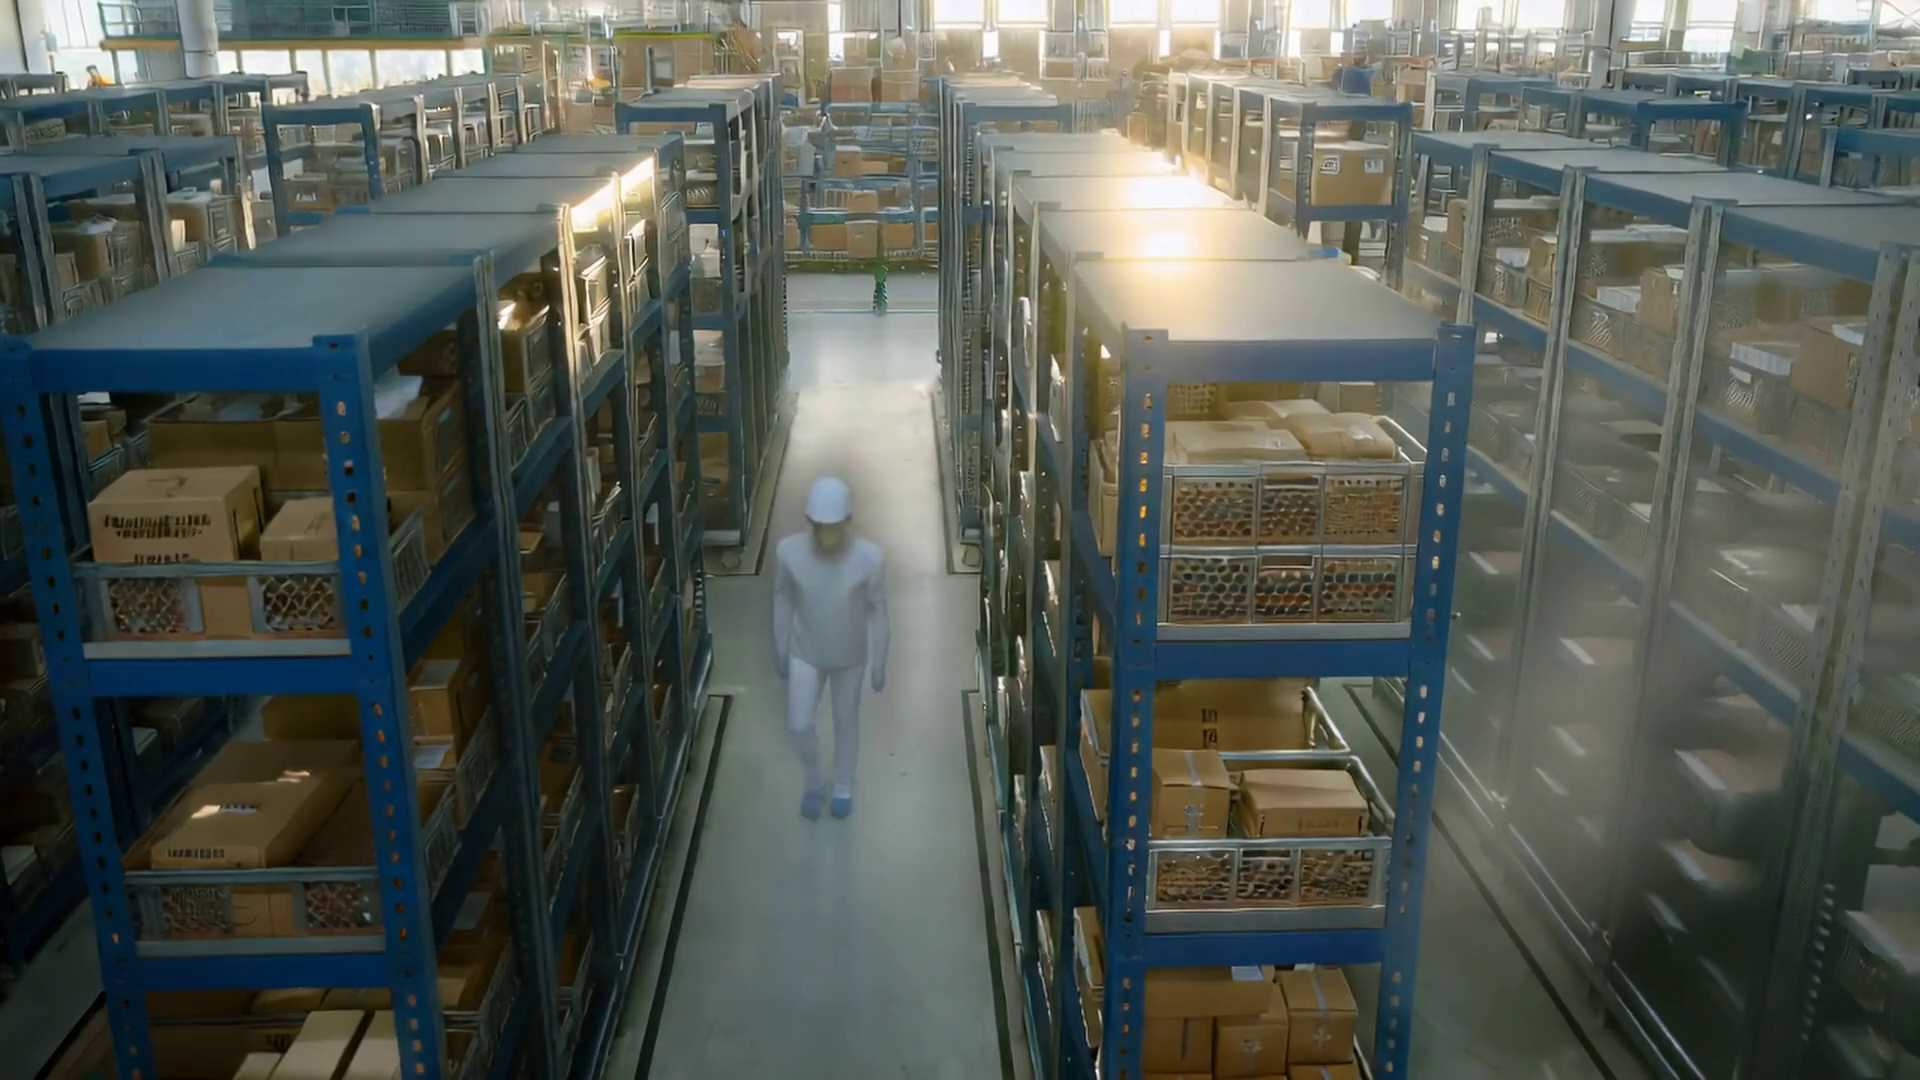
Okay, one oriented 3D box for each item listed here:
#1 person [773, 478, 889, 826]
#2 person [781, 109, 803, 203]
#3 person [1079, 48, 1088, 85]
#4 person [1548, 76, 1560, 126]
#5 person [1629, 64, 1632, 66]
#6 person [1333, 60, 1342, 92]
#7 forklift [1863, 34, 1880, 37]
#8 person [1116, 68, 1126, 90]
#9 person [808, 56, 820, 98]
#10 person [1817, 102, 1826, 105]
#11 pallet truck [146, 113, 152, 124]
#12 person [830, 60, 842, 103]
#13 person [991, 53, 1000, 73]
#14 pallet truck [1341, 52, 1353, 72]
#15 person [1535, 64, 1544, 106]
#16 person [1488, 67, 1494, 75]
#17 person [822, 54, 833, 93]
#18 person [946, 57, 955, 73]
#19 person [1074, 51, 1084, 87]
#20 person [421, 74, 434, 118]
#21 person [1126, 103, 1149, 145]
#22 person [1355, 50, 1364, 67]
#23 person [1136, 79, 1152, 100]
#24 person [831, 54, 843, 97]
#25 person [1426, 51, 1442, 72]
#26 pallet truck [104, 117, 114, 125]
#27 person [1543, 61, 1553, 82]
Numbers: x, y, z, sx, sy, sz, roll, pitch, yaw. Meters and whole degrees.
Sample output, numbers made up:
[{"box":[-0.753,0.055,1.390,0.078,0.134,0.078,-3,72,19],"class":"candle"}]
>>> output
[{"box":[-0.689,0.606,8.835,0.630,1.970,0.451,2,18,5],"class":"person"},{"box":[-3.766,-8.535,37.018,0.395,2.038,0.615,16,24,41],"class":"person"},{"box":[6.742,-25.861,90.789,0.617,1.944,0.404,-14,23,-37],"class":"person"},{"box":[21.561,-15.939,60.371,0.314,1.769,0.524,-7,19,-20],"class":"person"},{"box":[32.152,-22.516,80.446,0.635,1.938,0.359,-2,18,-6],"class":"person"},{"box":[16.391,-19.852,72.232,0.430,1.927,0.578,8,20,23],"class":"person"},{"box":[44.123,-23.231,81.154,1.129,2.768,1.873,-1,18,-2],"class":"forklift"},{"box":[6.679,-18.723,69.049,0.486,1.731,0.459,-15,23,-38],"class":"person"},{"box":[-6.800,-21.588,77.601,0.553,1.922,0.399,-6,19,-19],"class":"person"},{"box":[21.976,-10.318,42.715,0.543,1.929,0.372,6,19,19],"class":"person"},{"box":[-18.087,-8.309,36.390,1.885,1.965,0.823,-1,18,-4],"class":"pallet truck"},{"box":[-5.498,-20.343,73.807,0.626,1.884,0.702,11,21,31],"class":"person"},{"box":[1.777,-23.812,84.616,0.429,1.839,0.633,-12,21,-33],"class":"person"},{"box":[18.794,-23.123,82.231,0.823,1.965,1.885,-13,22,-35],"class":"pallet truck"},{"box":[24.070,-18.868,69.298,0.511,1.859,0.322,-10,21,-29],"class":"person"},{"box":[20.696,-17.587,65.248,1.029,1.909,0.628,-1,18,-3],"class":"person"},{"box":[-6.565,-23.107,82.362,0.572,1.886,0.355,16,24,40],"class":"person"},{"box":[-0.438,-21.285,76.687,0.379,1.911,0.588,10,20,28],"class":"person"},{"box":[6.291,-24.817,87.689,0.518,1.865,0.329,-4,18,-11],"class":"person"},{"box":[-19.386,-16.048,60.637,0.875,1.819,0.516,2,18,6],"class":"person"},{"box":[4.632,-10.535,43.613,0.609,1.778,0.943,-1,18,-3],"class":"person"},{"box":[21.093,-24.936,87.954,0.594,1.924,0.379,-11,21,-32],"class":"person"},{"box":[6.129,-14.397,55.394,0.555,1.908,0.944,12,22,33],"class":"person"},{"box":[-5.795,-21.843,78.272,0.612,1.997,0.375,-13,22,-35],"class":"person"},{"box":[23.395,-23.137,82.205,0.707,2.000,0.563,-6,19,-19],"class":"person"},{"box":[-18.367,-7.885,35.078,1.885,1.965,0.823,1,18,2],"class":"pallet truck"},{"box":[25.399,-19.743,71.952,0.574,1.886,0.360,-16,24,-41],"class":"person"}]
